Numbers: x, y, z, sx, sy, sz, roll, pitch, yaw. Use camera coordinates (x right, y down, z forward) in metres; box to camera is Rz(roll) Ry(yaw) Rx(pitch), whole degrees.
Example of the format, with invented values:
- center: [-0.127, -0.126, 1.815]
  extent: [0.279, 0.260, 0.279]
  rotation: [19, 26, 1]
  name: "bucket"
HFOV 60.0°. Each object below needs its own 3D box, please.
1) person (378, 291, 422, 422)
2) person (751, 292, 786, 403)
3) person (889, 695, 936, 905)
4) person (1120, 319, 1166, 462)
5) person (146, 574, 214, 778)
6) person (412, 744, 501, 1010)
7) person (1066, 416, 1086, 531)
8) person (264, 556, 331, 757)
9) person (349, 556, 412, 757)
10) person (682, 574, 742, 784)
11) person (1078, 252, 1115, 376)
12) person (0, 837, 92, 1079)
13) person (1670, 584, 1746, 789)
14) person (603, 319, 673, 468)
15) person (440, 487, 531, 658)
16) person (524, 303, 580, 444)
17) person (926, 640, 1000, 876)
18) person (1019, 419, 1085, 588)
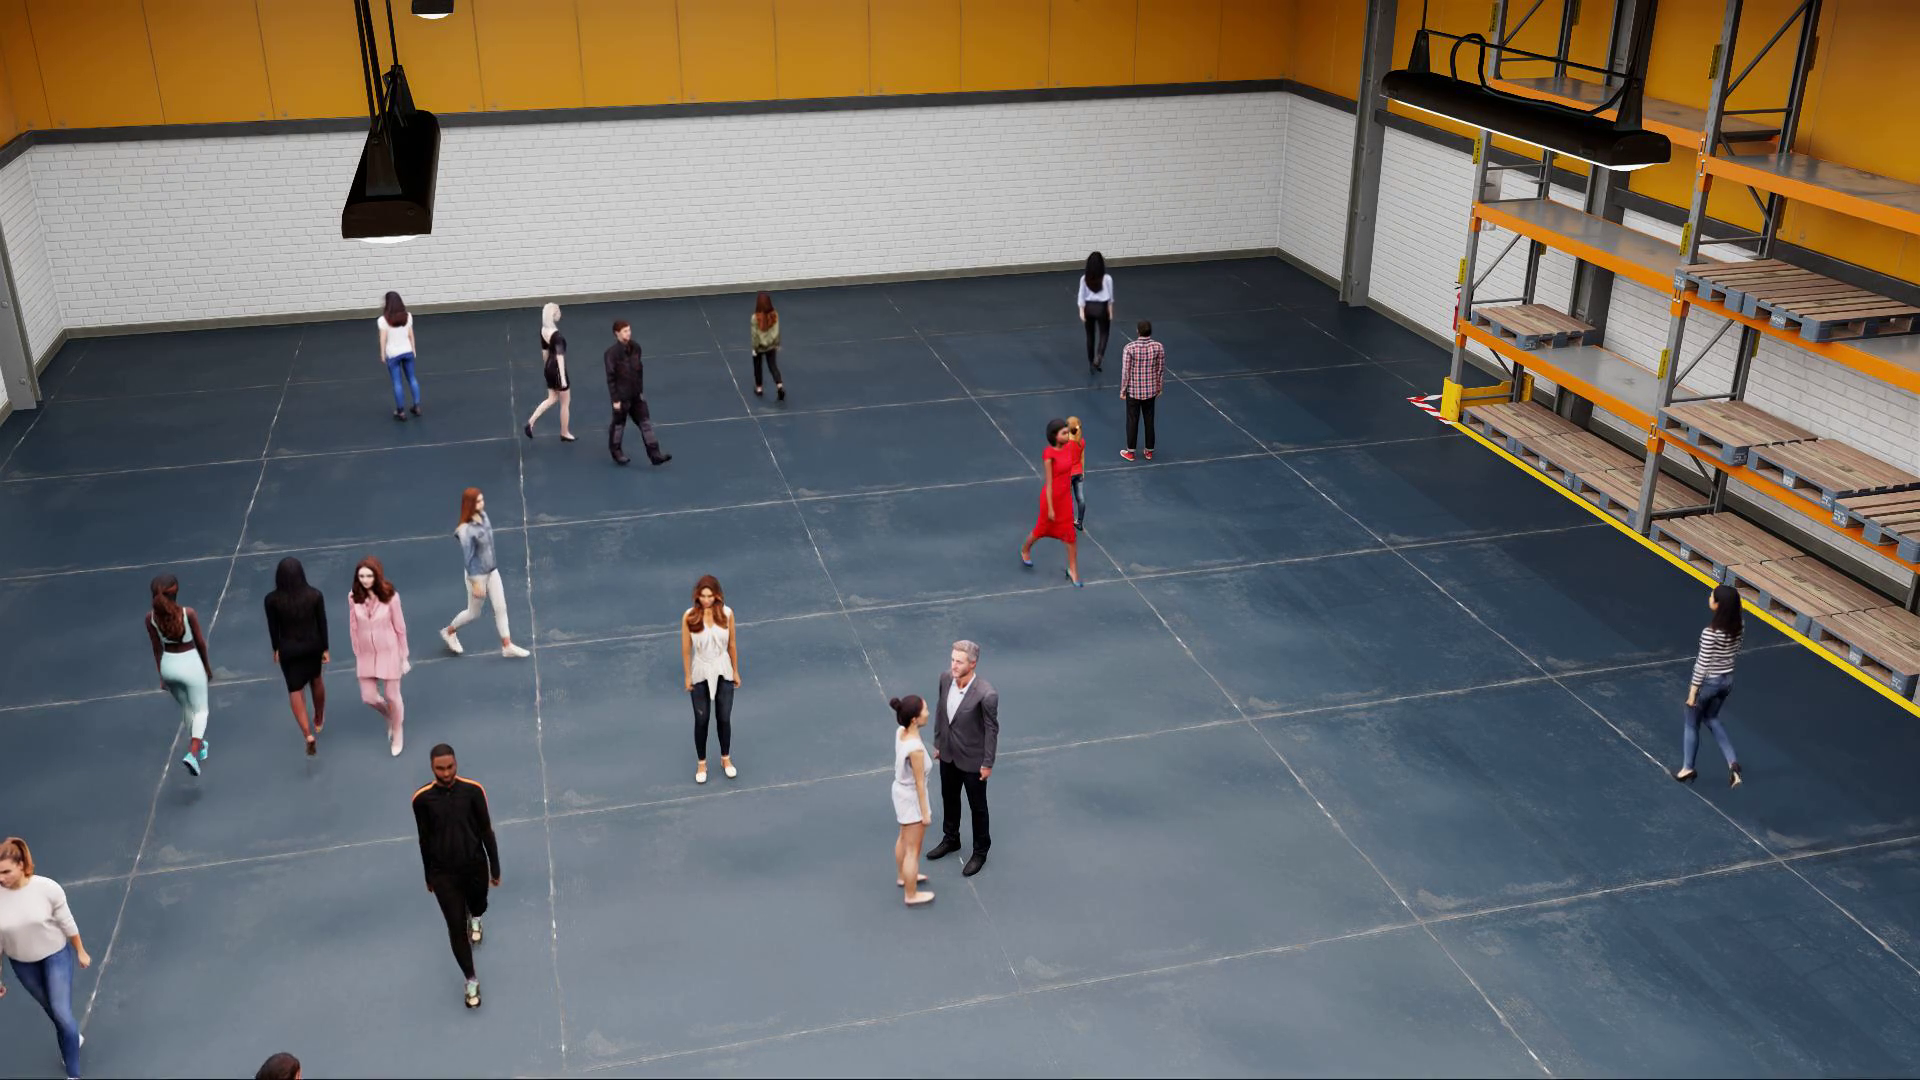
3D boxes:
- center: [-7.179, -2.347, 21.302]
  extent: [0.687, 1.683, 0.701]
  rotation: [-20, 31, -38]
  name: "person"
- center: [-2.540, -2.529, 22.007]
  extent: [0.749, 1.453, 1.019]
  rotation: [-13, 27, -27]
  name: "person"
- center: [-0.355, 1.827, 11.837]
  extent: [0.618, 1.616, 0.447]
  rotation: [-7, 25, -15]
  name: "person"
- center: [2.182, -1.816, 19.992]
  extent: [0.680, 1.760, 0.595]
  rotation: [-6, 24, -13]
  name: "person"
- center: [-6.250, 1.118, 13.352]
  extent: [0.621, 1.702, 1.027]
  rotation: [-3, 24, -7]
  name: "person"
- center: [-3.306, 2.117, 10.971]
  extent: [0.700, 1.779, 1.148]
  rotation: [-8, 25, -18]
  name: "person"
- center: [1.222, -0.711, 18.026]
  extent: [0.525, 1.310, 0.550]
  rotation: [-13, 27, -27]
  name: "person"
- center: [-5.435, 0.961, 13.714]
  extent: [0.764, 1.700, 1.134]
  rotation: [-11, 26, -24]
  name: "person"
- center: [-4.742, 0.915, 13.711]
  extent: [0.711, 1.786, 0.739]
  rotation: [0, 24, 0]
  name: "person"
- center: [-1.996, 1.086, 13.325]
  extent: [0.596, 1.782, 0.519]
  rotation: [-7, 25, -16]
  name: "person"
- center: [1.873, -3.094, 22.945]
  extent: [0.794, 1.737, 0.841]
  rotation: [3, 24, 7]
  name: "person"
- center: [-5.575, 2.521, 10.151]
  extent: [0.679, 1.696, 0.927]
  rotation: [-5, 24, -10]
  name: "person"
- center: [5.962, 1.209, 13.044]
  extent: [0.697, 1.783, 0.904]
  rotation: [-11, 26, -24]
  name: "person"
- center: [-4.019, -1.730, 19.748]
  extent: [1.249, 1.798, 1.123]
  rotation: [18, 29, 35]
  name: "person"
- center: [-4.461, 0.321, 15.210]
  extent: [1.034, 1.674, 1.123]
  rotation: [6, 24, 14]
  name: "person"
- center: [-5.010, -1.982, 20.309]
  extent: [0.990, 1.811, 0.964]
  rotation: [18, 29, 35]
  name: "person"
- center: [0.027, 1.553, 12.183]
  extent: [0.765, 1.842, 0.865]
  rotation: [18, 29, 35]
  name: "person"
- center: [0.890, -0.389, 16.799]
  extent: [0.937, 1.703, 1.163]
  rotation: [-22, 32, -40]
  name: "person"
